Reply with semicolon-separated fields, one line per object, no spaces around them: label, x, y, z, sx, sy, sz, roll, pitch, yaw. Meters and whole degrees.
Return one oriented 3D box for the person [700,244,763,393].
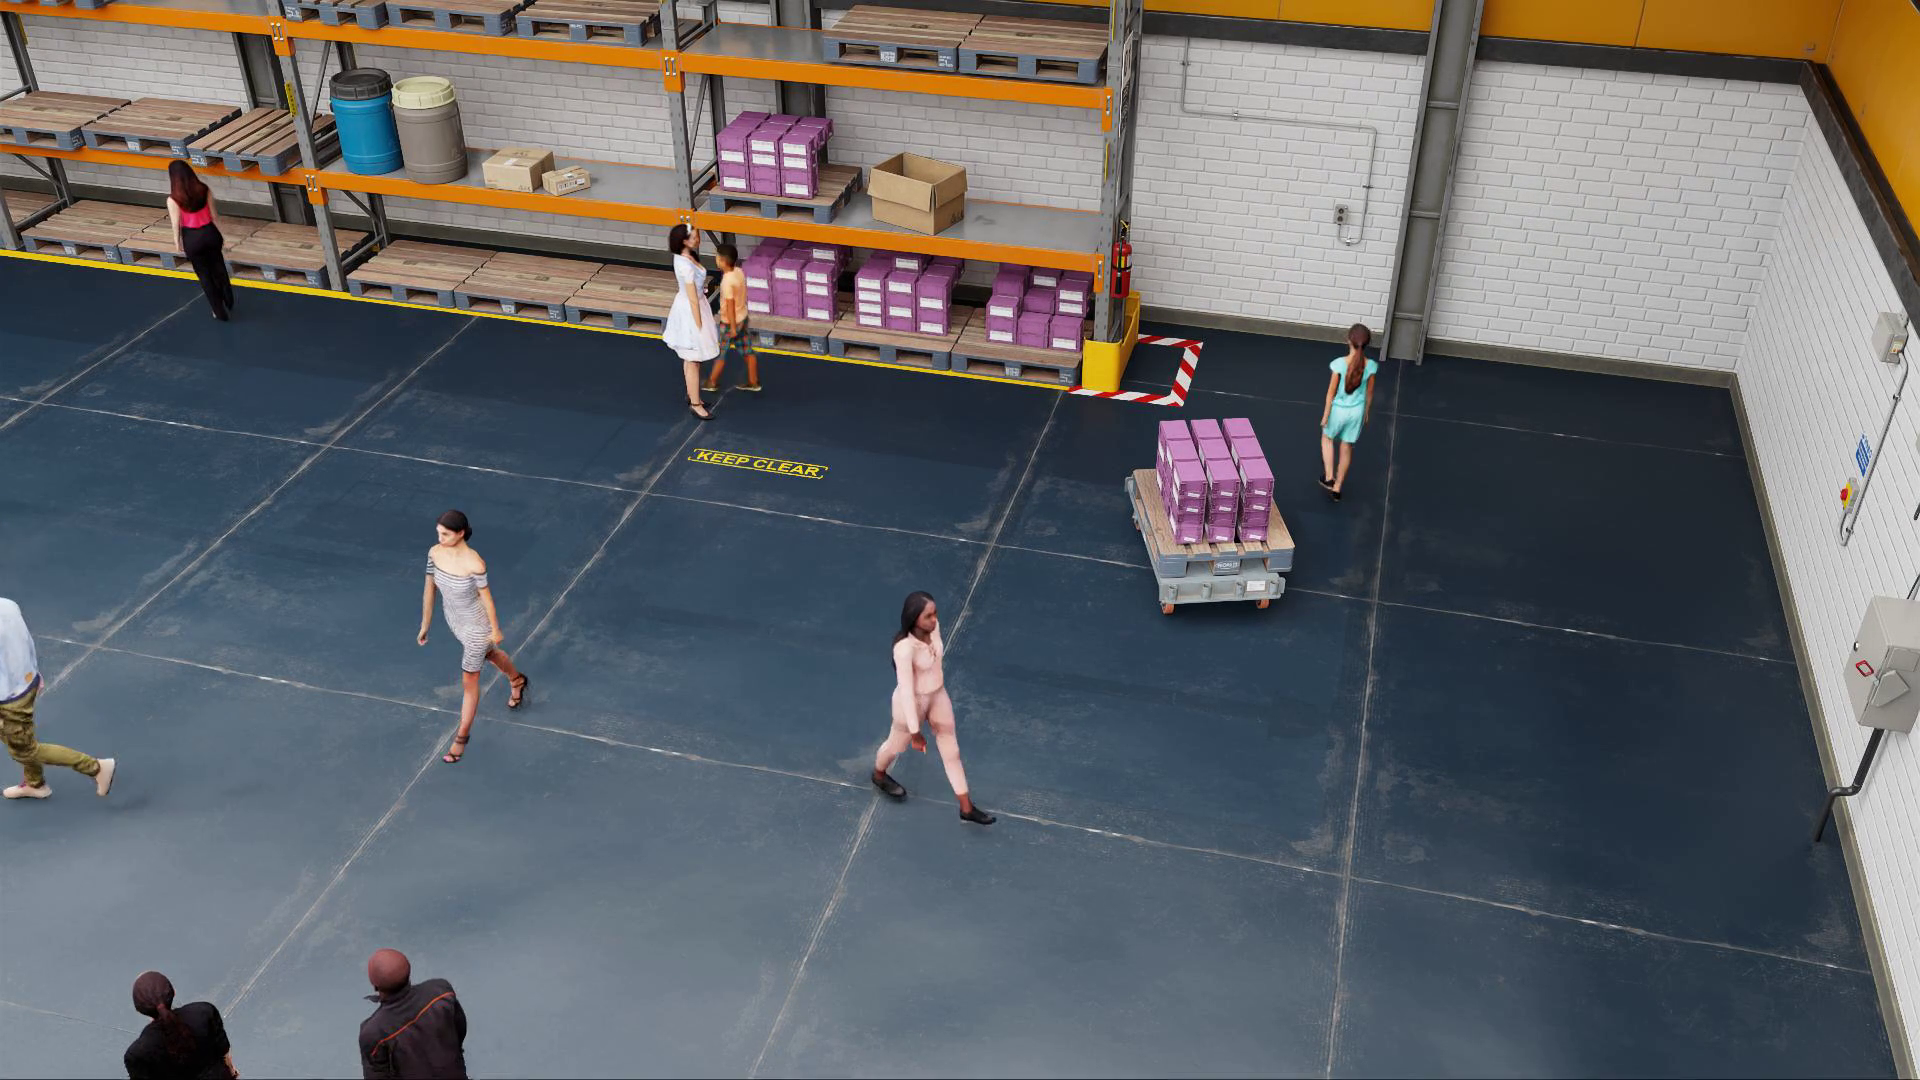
person;-1.966;-1.978;14.989;0.819;1.445;0.534;9;35;13

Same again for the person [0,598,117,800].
person;-5.781;0.946;10.282;1.140;1.786;0.917;-3;34;-4

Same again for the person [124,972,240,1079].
person;-3.550;2.679;7.800;0.779;1.649;0.853;-27;42;-34

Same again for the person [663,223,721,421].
person;-2.343;-1.913;14.558;0.887;1.814;0.842;-8;35;-12

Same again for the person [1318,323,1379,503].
person;3.125;-0.995;13.414;0.579;1.552;0.673;1;34;2

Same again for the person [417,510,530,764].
person;-3.146;0.535;10.917;1.103;1.767;0.867;18;38;25

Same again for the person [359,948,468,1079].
person;-2.428;2.627;7.755;1.314;1.784;1.089;27;42;34

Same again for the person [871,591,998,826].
person;-0.325;1.023;10.269;1.241;1.671;0.893;20;38;27

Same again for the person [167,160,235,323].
person;-7.337;-2.888;16.172;0.738;1.650;0.708;27;42;35
